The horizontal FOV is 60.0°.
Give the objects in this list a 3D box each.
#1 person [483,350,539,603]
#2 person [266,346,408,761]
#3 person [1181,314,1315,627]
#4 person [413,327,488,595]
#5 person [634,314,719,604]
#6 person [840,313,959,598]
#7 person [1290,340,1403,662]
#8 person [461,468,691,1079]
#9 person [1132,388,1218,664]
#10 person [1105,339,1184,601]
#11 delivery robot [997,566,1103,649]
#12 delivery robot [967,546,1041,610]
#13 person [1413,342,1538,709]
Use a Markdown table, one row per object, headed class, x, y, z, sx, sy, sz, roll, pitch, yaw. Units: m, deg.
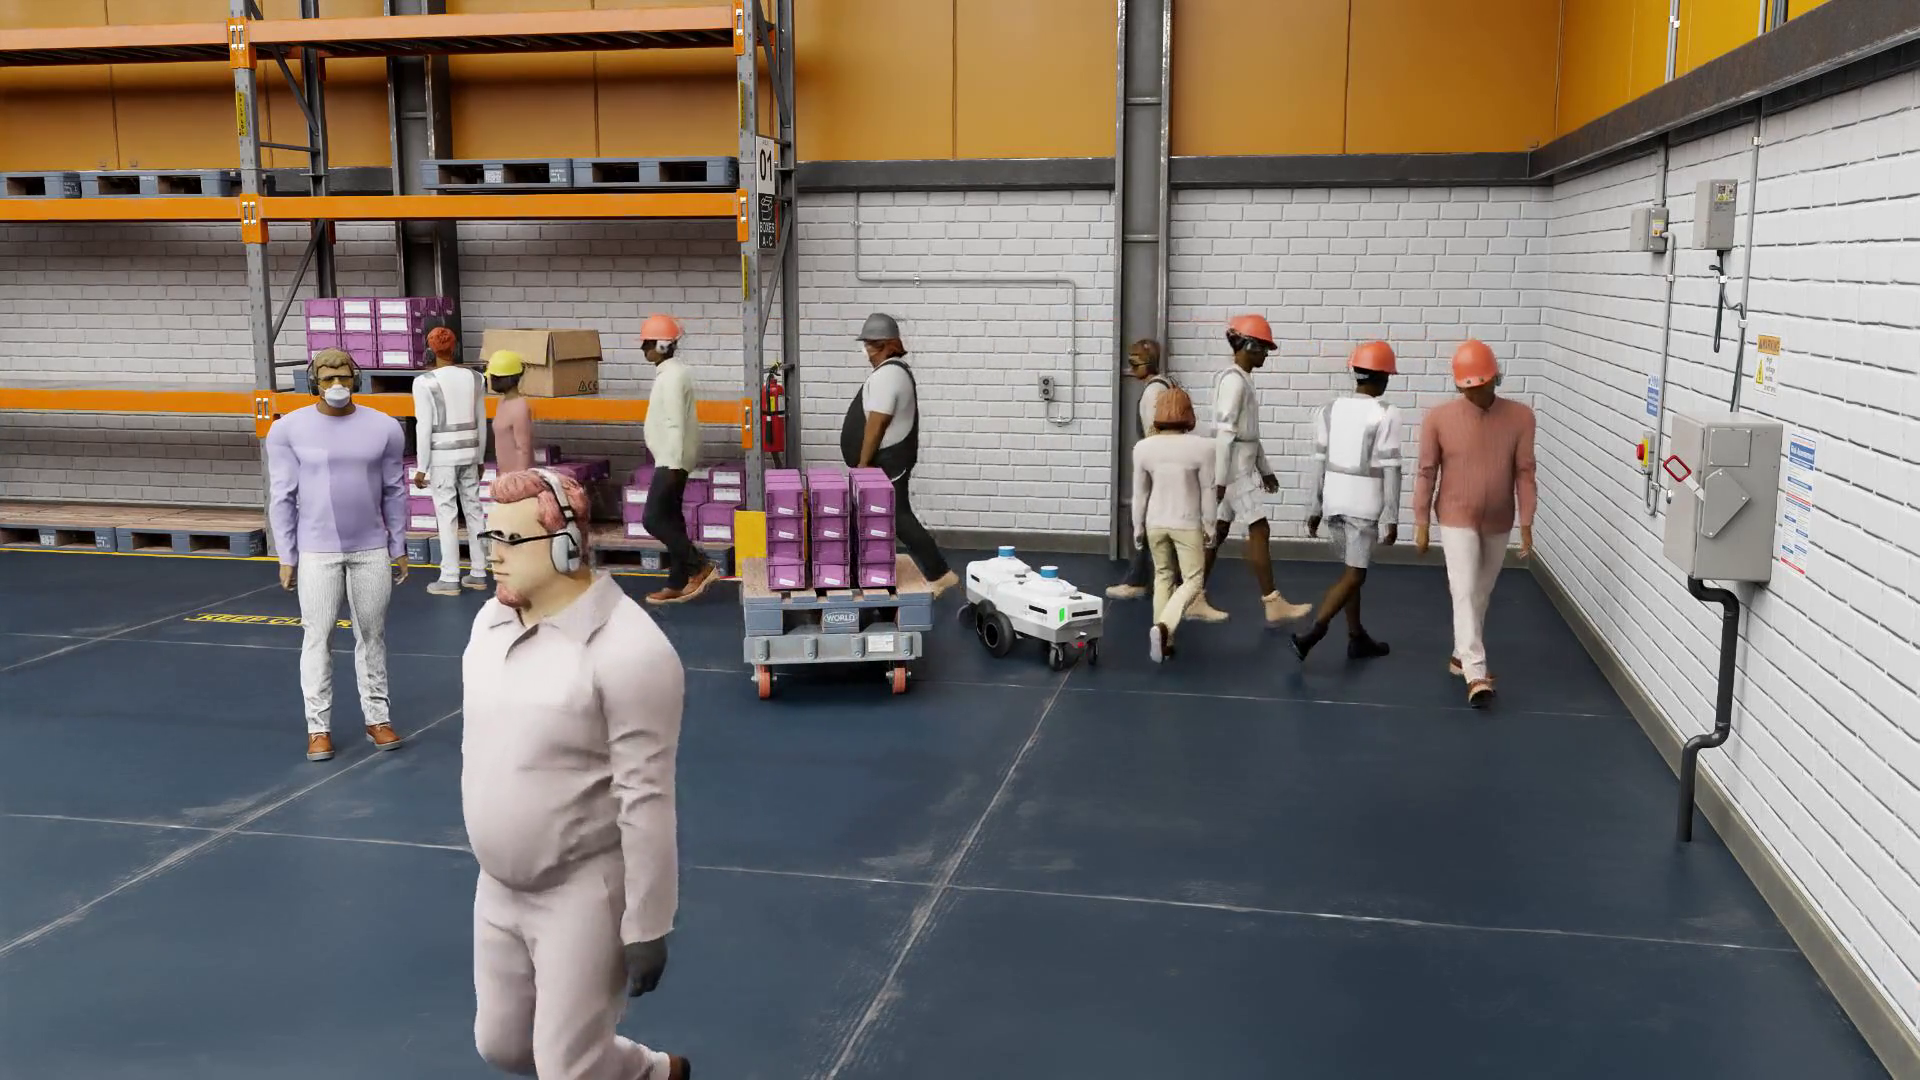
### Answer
| class | x | y | z | sx | sy | sz | roll | pitch | yaw |
| --- | --- | --- | --- | --- | --- | --- | --- | --- | --- |
| person | -2.982 | -0.431 | 11.360 | 0.539 | 1.749 | 0.543 | -5 | 11 | -27 |
| person | -2.914 | 0.058 | 7.865 | 0.630 | 1.940 | 0.373 | -6 | 11 | -32 |
| person | 1.877 | -0.440 | 10.699 | 0.942 | 1.992 | 0.624 | 1 | 10 | 8 |
| person | -3.578 | -0.551 | 11.701 | 0.359 | 1.884 | 0.573 | 7 | 12 | 38 |
| person | -1.971 | -0.530 | 11.263 | 0.441 | 1.981 | 0.642 | -2 | 10 | -12 |
| person | -0.475 | -0.599 | 11.519 | 0.966 | 2.000 | 0.683 | 0 | 9 | 1 |
| person | 2.211 | -0.191 | 9.528 | 0.839 | 1.901 | 0.581 | -7 | 12 | -35 |
| person | -0.856 | 0.765 | 3.773 | 0.649 | 1.890 | 0.645 | 7 | 12 | 37 |
| person | 1.208 | -0.061 | 9.547 | 0.503 | 1.615 | 0.628 | 5 | 11 | 27 |
| person | 1.359 | -0.490 | 11.555 | 0.669 | 1.808 | 0.735 | 4 | 10 | 22 |
| delivery robot | 0.522 | 0.396 | 9.703 | 0.477 | 0.478 | 0.707 | -6 | 11 | -32 |
| delivery robot | 0.290 | 0.282 | 10.395 | 0.477 | 0.478 | 0.707 | -3 | 10 | -17 |
| person | 2.749 | -0.090 | 8.802 | 0.611 | 1.905 | 1.089 | -1 | 9 | -4 |
